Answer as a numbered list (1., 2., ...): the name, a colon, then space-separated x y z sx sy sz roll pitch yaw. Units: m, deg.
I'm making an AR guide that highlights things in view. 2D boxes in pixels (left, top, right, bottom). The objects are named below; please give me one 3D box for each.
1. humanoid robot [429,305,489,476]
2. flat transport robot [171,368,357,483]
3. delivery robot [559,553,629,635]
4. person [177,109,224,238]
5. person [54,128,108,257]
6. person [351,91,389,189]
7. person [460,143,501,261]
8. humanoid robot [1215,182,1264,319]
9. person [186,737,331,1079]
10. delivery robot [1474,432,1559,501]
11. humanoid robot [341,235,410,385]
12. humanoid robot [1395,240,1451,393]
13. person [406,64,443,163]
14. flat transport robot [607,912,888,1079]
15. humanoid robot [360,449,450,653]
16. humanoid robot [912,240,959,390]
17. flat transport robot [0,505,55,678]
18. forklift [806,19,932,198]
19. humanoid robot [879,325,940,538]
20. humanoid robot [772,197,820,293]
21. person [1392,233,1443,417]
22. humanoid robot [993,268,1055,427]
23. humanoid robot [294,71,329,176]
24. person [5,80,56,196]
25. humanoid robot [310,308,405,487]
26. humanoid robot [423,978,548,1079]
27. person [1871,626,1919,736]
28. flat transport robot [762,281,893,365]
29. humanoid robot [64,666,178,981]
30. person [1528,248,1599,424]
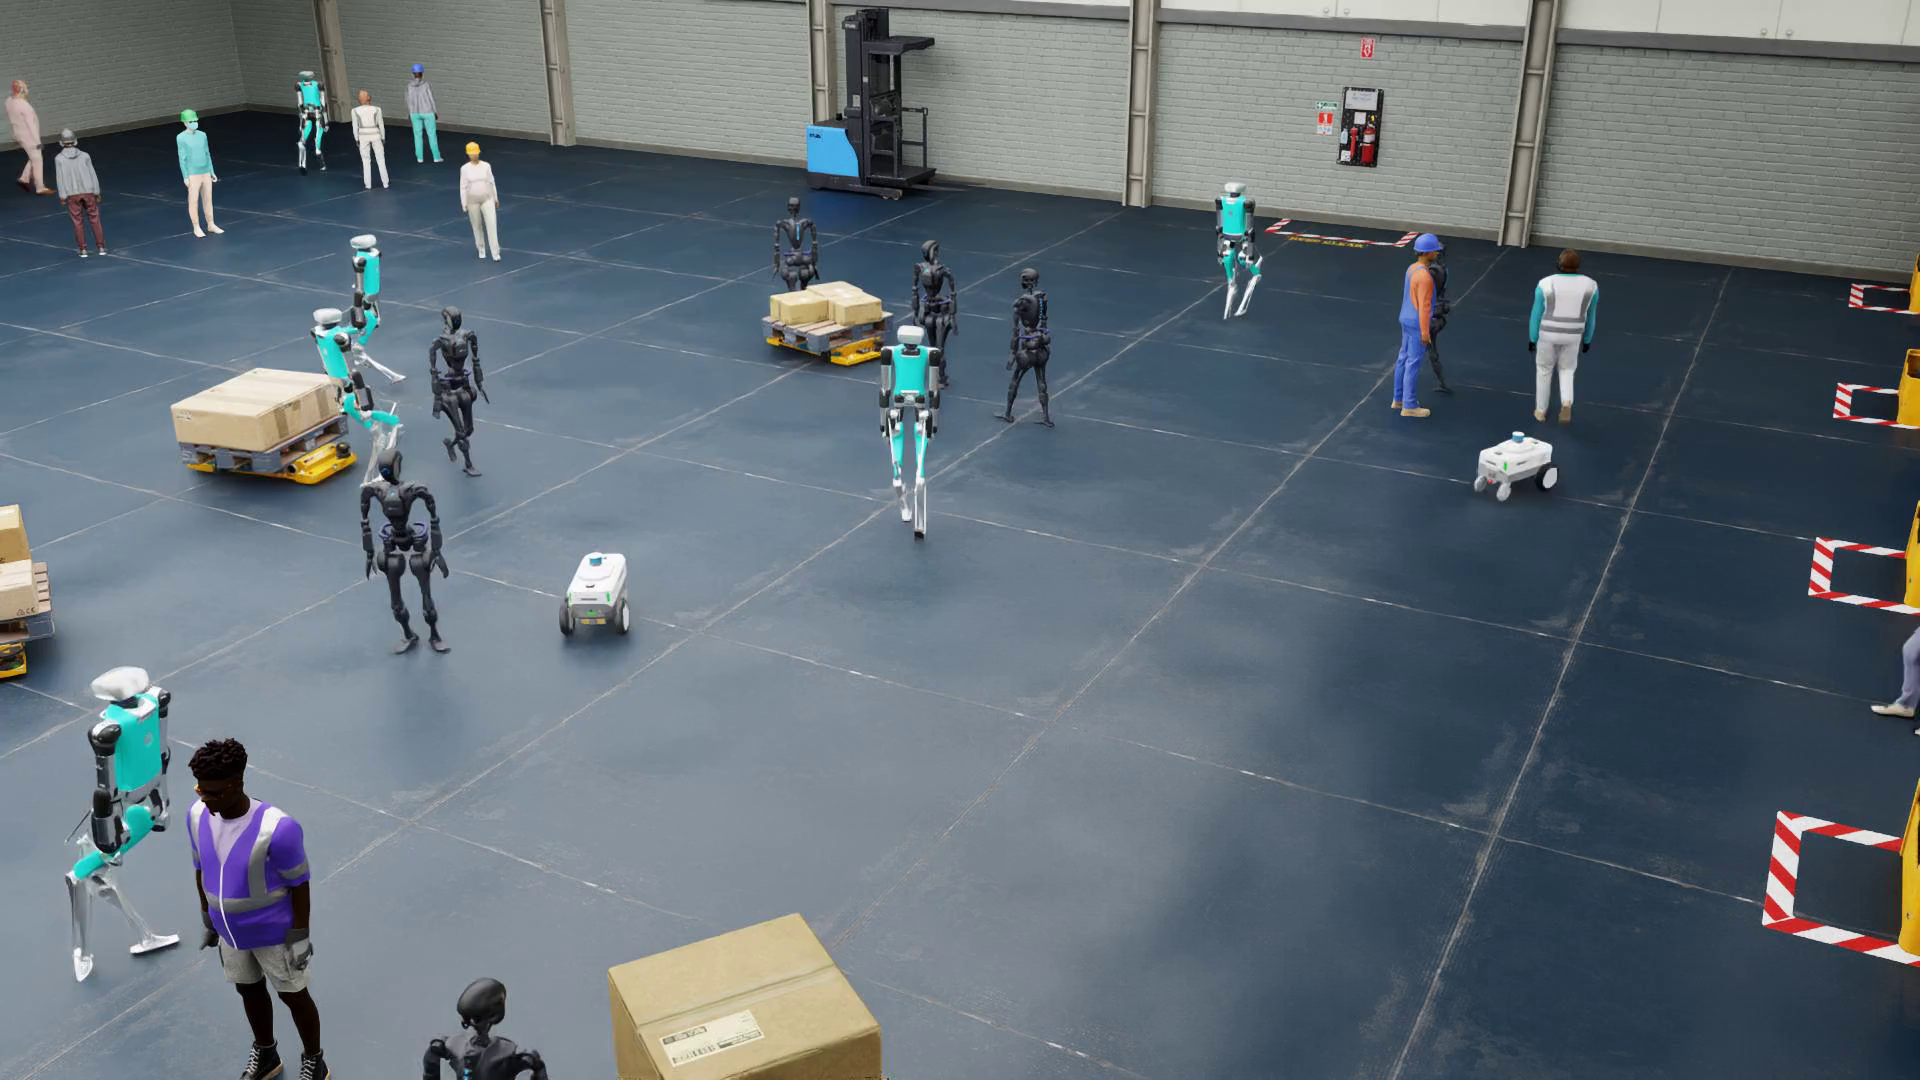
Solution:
1. humanoid robot: -4.828 -1.442 15.785 0.672 1.640 0.589 16 28 33
2. flat transport robot: -6.639 -0.796 16.016 1.431 0.231 0.659 7 24 15
3. delivery robot: -2.804 0.393 12.882 0.499 0.592 0.791 0 23 -1
4. person: -11.427 -5.510 24.956 0.363 1.875 0.516 15 28 31
5. person: -12.573 -4.961 23.750 0.540 1.816 0.366 -15 27 -30
6. person: -10.021 -6.792 28.251 0.511 1.631 0.314 -8 25 -19
7. person: -6.757 -4.744 23.427 0.513 1.658 0.823 -8 24 -17
8. humanoid robot: 3.513 -3.534 20.659 0.545 1.880 0.743 18 29 36
9. person: -3.317 1.803 7.817 0.611 1.965 0.363 7 24 15
10. delivery robot: 5.166 -0.712 15.457 0.782 0.594 0.499 -15 28 -31
11. humanoid robot: -6.524 -2.420 17.921 0.979 1.730 0.540 2 23 4
12. humanoid robot: 5.115 -2.451 18.136 0.748 1.629 0.586 18 29 35
13. person: -9.819 -7.773 30.361 0.533 1.770 0.368 -1 23 -2
14. flat transport robot: -0.900 2.964 7.262 0.659 0.231 1.431 -1 23 -2
15. humanoid robot: -4.073 0.082 12.194 0.609 1.635 0.372 -2 23 -4
16. humanoid robot: -0.231 -2.485 18.178 0.601 1.632 0.479 14 27 29
17. flat transport robot: -7.448 0.727 12.471 0.659 0.231 1.431 -12 26 -26
18. forklift: -1.573 -7.292 27.850 1.873 2.768 1.129 12 26 25
19. humanoid robot: -0.431 -0.868 14.428 0.547 1.858 0.858 -1 23 -2
20. humanoid robot: -2.001 -3.343 20.217 0.589 1.623 0.778 -9 25 -20
21. person: 4.756 -2.240 17.299 0.361 1.911 0.522 -2 23 -5
22. humanoid robot: 0.690 -1.984 17.018 0.650 1.632 0.587 17 29 35
23. humanoid robot: -11.545 -7.343 29.422 0.553 1.761 0.984 0 23 1
24. person: -15.466 -6.676 27.642 0.670 1.893 0.452 16 28 33
25. humanoid robot: -5.464 -1.308 15.355 0.549 1.789 0.777 19 29 37
26. humanoid robot: -1.858 2.475 6.627 0.609 1.646 0.401 4 24 10
27. person: 6.521 0.524 11.089 0.652 1.736 0.518 8 25 19
28. flat transport robot: -1.564 -2.339 19.608 1.431 0.231 0.659 20 30 39
29. humanoid robot: -4.582 1.487 8.850 0.869 1.779 0.589 5 24 10
30. person: 6.124 -2.053 16.964 0.642 1.827 0.606 3 23 7
